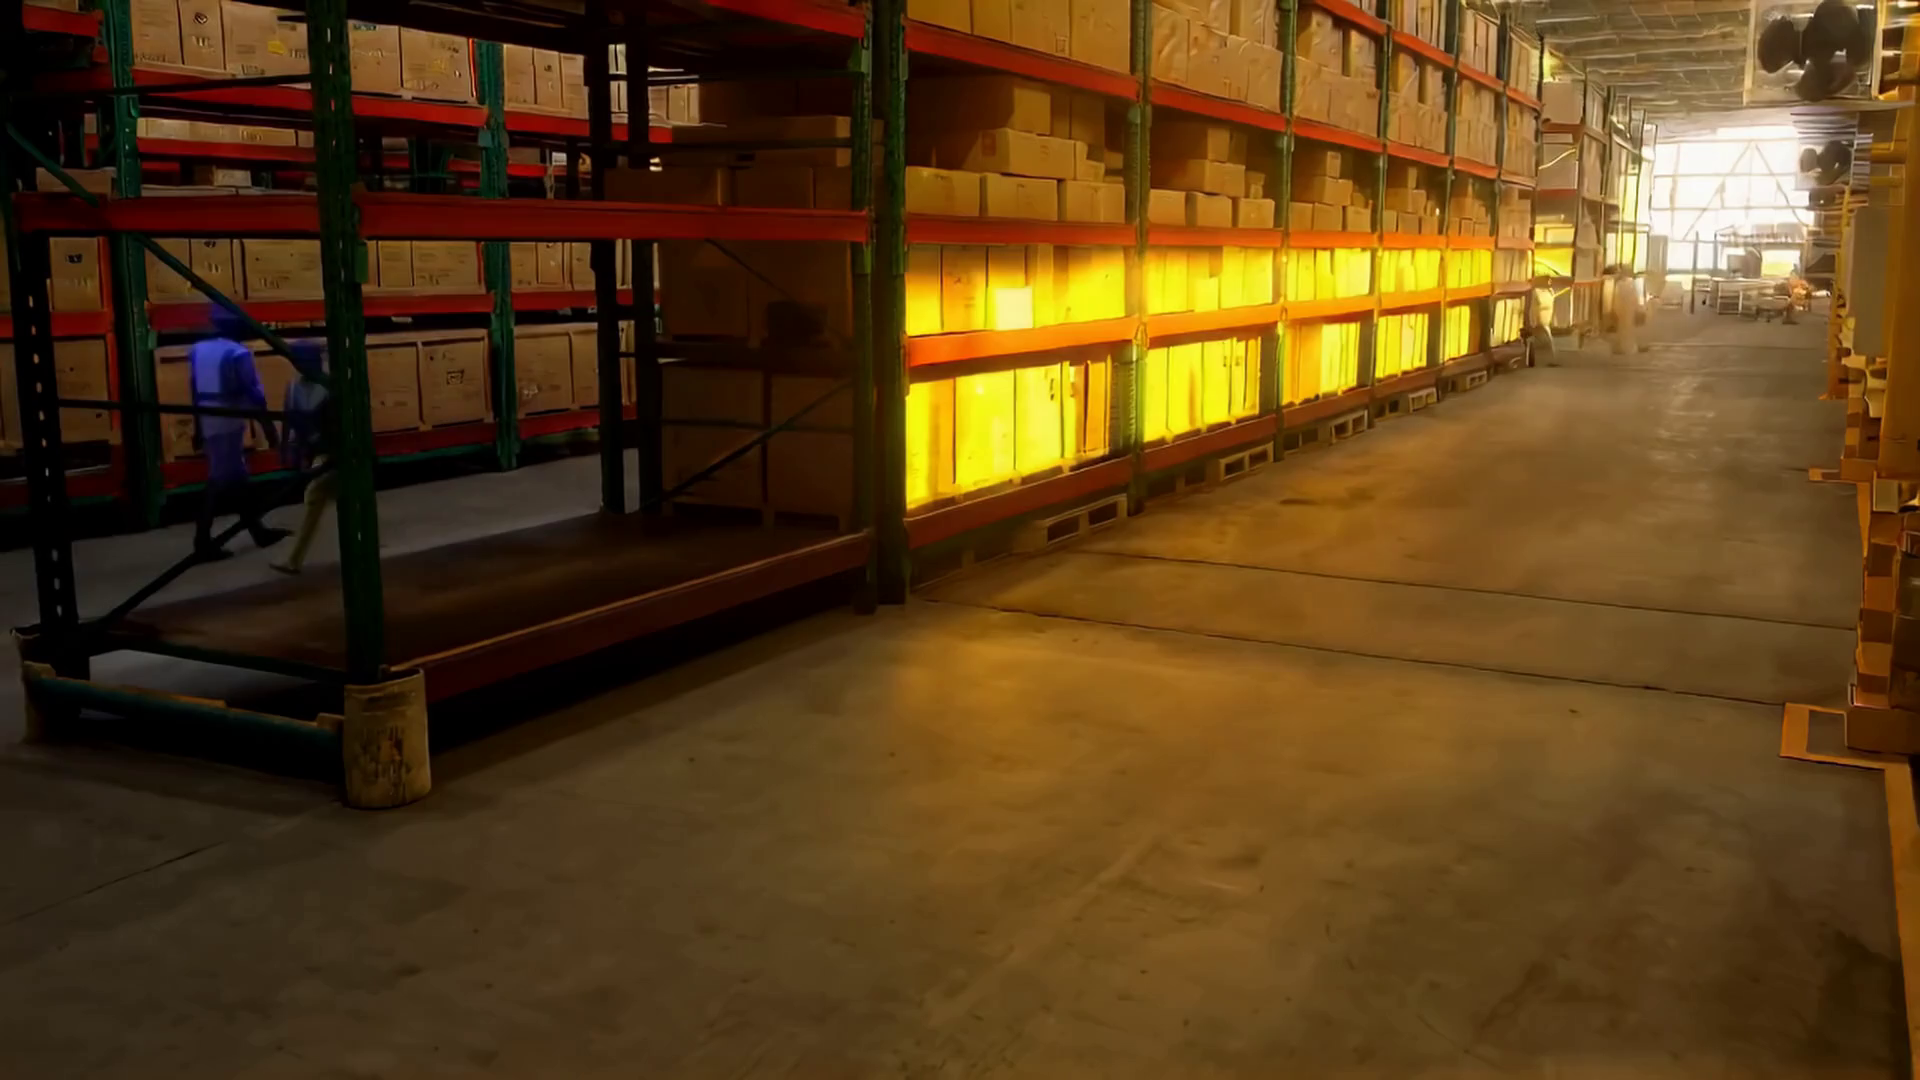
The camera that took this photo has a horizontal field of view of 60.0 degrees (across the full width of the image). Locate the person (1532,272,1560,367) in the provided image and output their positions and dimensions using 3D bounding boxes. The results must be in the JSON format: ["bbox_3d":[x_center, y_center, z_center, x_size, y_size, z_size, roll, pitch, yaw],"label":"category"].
[{"bbox_3d":[11.189,-4.233,31.961,0.576,1.804,0.848,-9,13,-43],"label":"person"}]

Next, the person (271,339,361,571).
[{"bbox_3d":[-4.470,-0.618,11.677,0.505,1.585,0.920,7,12,35],"label":"person"}]

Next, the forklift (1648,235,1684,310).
[{"bbox_3d":[26.305,-10.105,62.850,1.873,2.768,1.129,-2,10,-13],"label":"forklift"}]

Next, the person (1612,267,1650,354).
[{"bbox_3d":[14.555,-4.943,35.895,0.975,1.856,0.664,-1,10,-4],"label":"person"}]

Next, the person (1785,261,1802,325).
[{"bbox_3d":[25.384,-7.524,50.631,0.543,1.939,0.360,-9,13,-43],"label":"person"}]

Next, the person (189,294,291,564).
[{"bbox_3d":[-5.163,-0.810,11.912,0.558,1.875,0.985,6,11,30],"label":"person"}]

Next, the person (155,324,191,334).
[{"bbox_3d":[-8.483,-1.897,18.162,0.637,1.909,0.840,4,11,24],"label":"person"}]
